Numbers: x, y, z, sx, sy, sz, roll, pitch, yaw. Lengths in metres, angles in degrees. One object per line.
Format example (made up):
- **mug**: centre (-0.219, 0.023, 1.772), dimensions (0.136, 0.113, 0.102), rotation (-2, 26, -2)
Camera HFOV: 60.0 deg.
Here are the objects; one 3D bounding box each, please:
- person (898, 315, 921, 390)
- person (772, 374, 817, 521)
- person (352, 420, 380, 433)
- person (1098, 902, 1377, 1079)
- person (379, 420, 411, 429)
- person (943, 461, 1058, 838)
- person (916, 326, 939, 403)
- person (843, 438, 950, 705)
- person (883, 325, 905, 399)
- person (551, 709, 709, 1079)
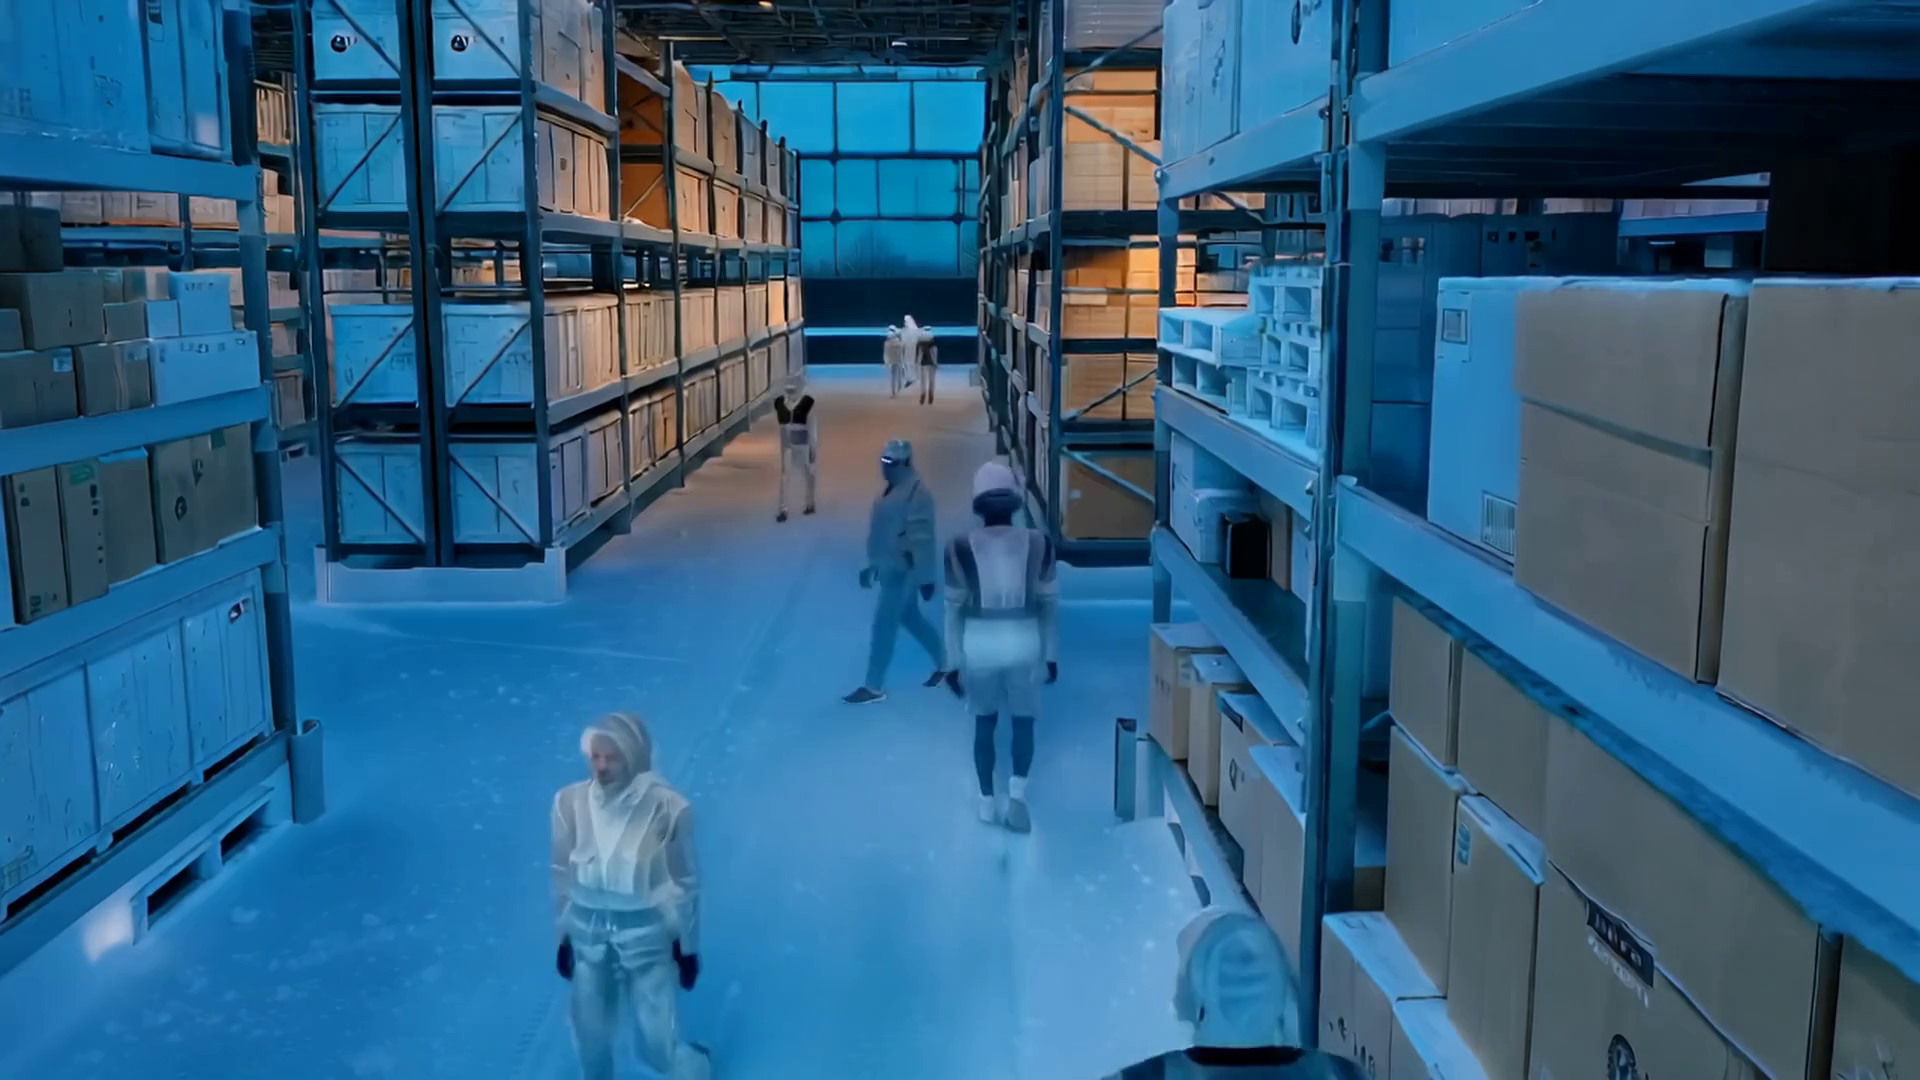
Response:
- **person**: centre (-1.252, -4.710, 41.773), dimensions (0.649, 1.885, 0.751), rotation (6, 11, 34)
- **person**: centre (-1.991, -1.137, 20.190), dimensions (0.574, 1.778, 1.029), rotation (2, 10, 14)
- **person**: centre (-7.660, -1.466, 21.872), dimensions (0.610, 1.879, 0.929), rotation (4, 10, 25)
- **person**: centre (0.506, 1.587, 3.379), dimensions (0.662, 1.811, 0.846), rotation (-1, 9, -7)
- **person**: centre (-7.181, -1.218, 21.193), dimensions (0.511, 1.620, 0.402), rotation (3, 10, 17)
- **person**: centre (0.220, 0.600, 8.820), dimensions (0.631, 2.024, 0.672), rotation (0, 9, -2)
- **person**: centre (-0.734, -3.952, 37.563), dimensions (0.525, 1.740, 0.728), rotation (0, 9, 1)
- **person**: centre (-0.392, 0.193, 11.796), dimensions (0.973, 1.864, 0.641), rotation (-4, 10, -25)
- **person**: centre (-1.546, -4.175, 38.978), dimensions (0.498, 1.727, 0.414), rotation (0, 9, 1)
- **person**: centre (-1.082, 1.333, 5.557), dimensions (0.519, 1.625, 0.613), rotation (2, 10, 13)
